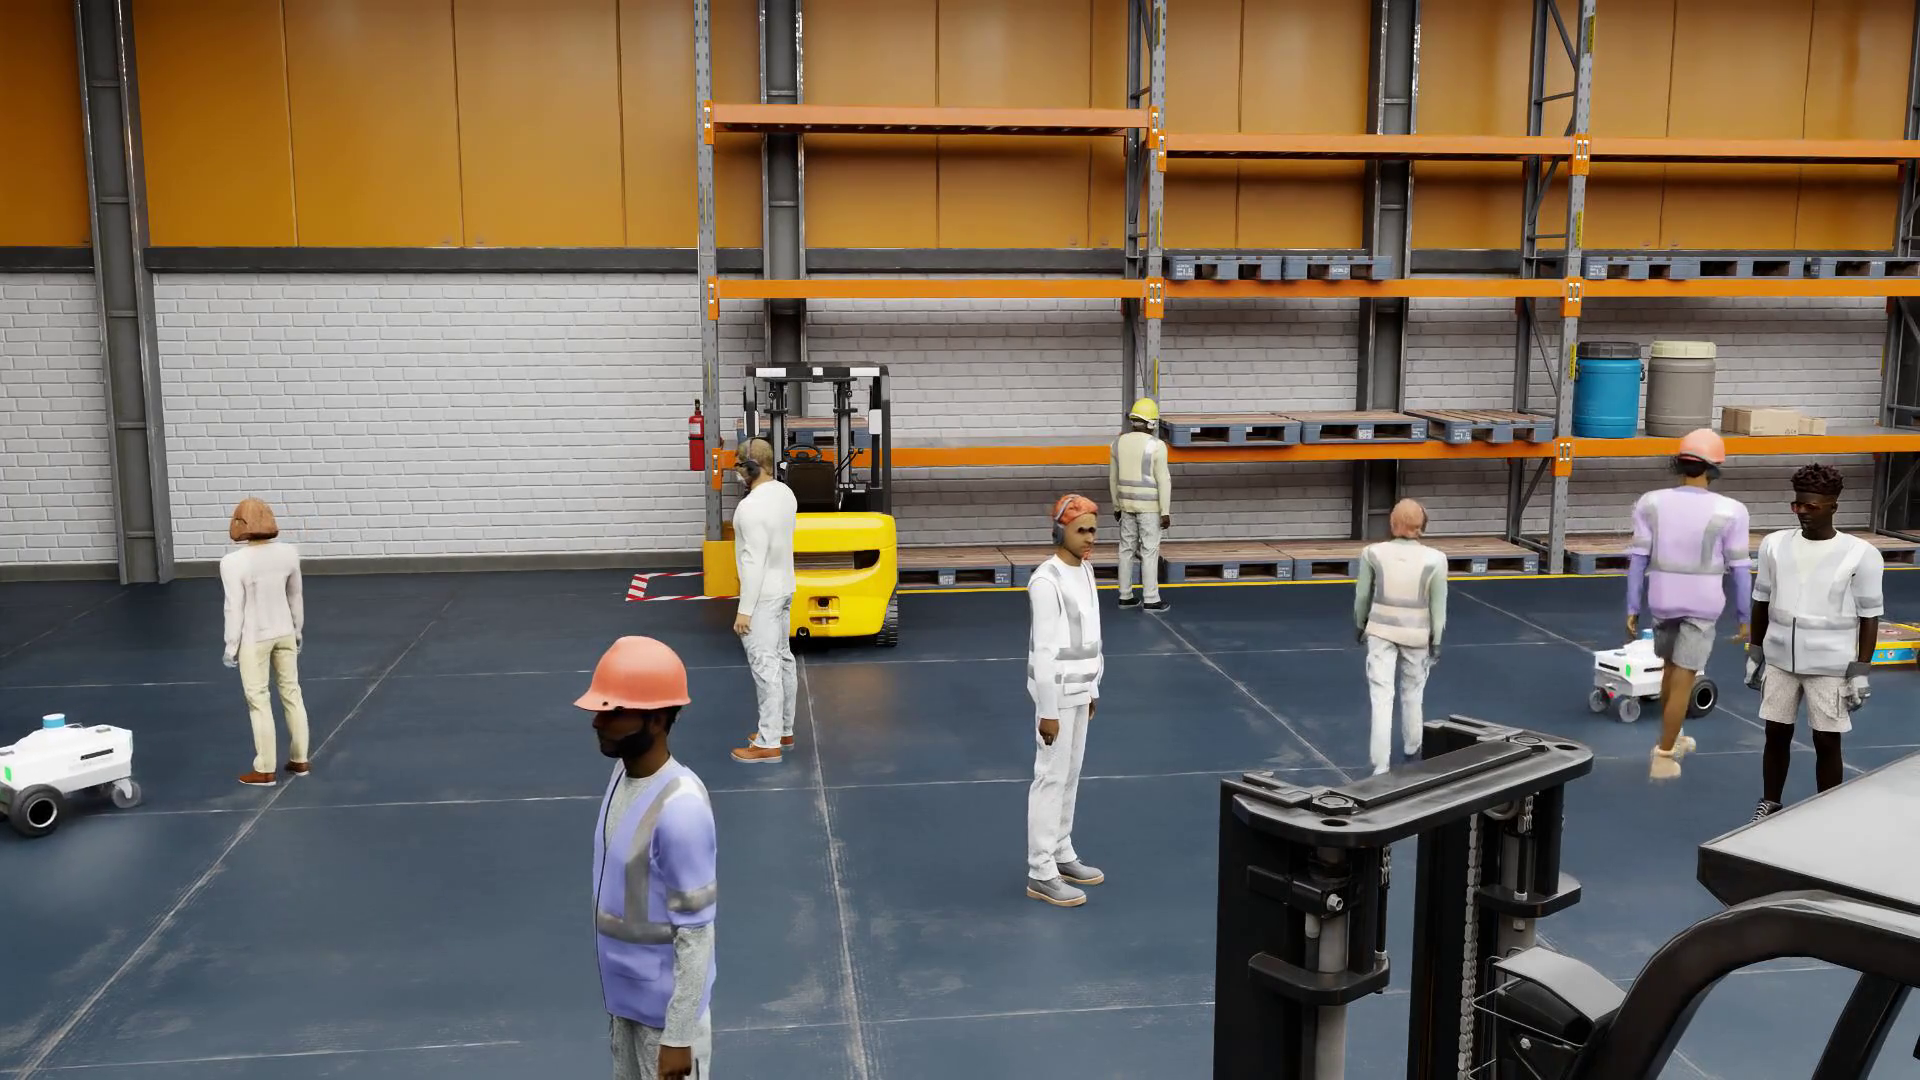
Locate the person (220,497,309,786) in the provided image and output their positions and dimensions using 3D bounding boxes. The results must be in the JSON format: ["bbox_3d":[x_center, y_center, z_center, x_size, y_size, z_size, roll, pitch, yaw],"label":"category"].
[{"bbox_3d":[-3.938,0.572,9.420,0.266,1.631,0.507,6,11,31],"label":"person"}]

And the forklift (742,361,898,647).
[{"bbox_3d":[-1.154,-0.340,13.365,1.214,2.155,2.313,-1,9,-7],"label":"forklift"}]

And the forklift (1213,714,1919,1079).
[{"bbox_3d":[1.441,1.425,2.350,1.214,2.155,2.313,-7,12,-39],"label":"forklift"}]

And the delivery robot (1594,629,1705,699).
[{"bbox_3d":[4.512,0.828,10.883,0.707,0.478,0.477,-4,10,-22],"label":"delivery robot"}]

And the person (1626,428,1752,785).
[{"bbox_3d":[4.221,0.364,9.541,0.628,2.005,0.907,9,13,43],"label":"person"}]

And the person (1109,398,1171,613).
[{"bbox_3d":[1.561,-0.294,14.207,0.602,1.828,0.404,9,12,43],"label":"person"}]

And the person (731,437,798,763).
[{"bbox_3d":[-1.166,0.354,9.849,0.373,1.935,0.628,2,9,14],"label":"person"}]

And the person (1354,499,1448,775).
[{"bbox_3d":[2.544,0.556,9.634,0.526,1.593,0.857,3,10,19],"label":"person"}]

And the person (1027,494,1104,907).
[{"bbox_3d":[0.489,0.724,7.691,0.337,1.882,0.585,4,10,22],"label":"person"}]

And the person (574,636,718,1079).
[{"bbox_3d":[-0.842,1.208,4.486,0.348,1.942,0.548,-5,11,-30],"label":"person"}]

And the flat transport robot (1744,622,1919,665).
[{"bbox_3d":[6.687,0.780,12.357,1.431,0.197,0.652,-1,9,-9],"label":"flat transport robot"}]

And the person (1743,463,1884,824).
[{"bbox_3d":[4.195,0.595,8.236,0.361,1.963,0.613,-7,12,-38],"label":"person"}]

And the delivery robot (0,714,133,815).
[{"bbox_3d":[-4.768,1.164,8.786,0.477,0.478,0.707,6,11,32],"label":"delivery robot"}]
